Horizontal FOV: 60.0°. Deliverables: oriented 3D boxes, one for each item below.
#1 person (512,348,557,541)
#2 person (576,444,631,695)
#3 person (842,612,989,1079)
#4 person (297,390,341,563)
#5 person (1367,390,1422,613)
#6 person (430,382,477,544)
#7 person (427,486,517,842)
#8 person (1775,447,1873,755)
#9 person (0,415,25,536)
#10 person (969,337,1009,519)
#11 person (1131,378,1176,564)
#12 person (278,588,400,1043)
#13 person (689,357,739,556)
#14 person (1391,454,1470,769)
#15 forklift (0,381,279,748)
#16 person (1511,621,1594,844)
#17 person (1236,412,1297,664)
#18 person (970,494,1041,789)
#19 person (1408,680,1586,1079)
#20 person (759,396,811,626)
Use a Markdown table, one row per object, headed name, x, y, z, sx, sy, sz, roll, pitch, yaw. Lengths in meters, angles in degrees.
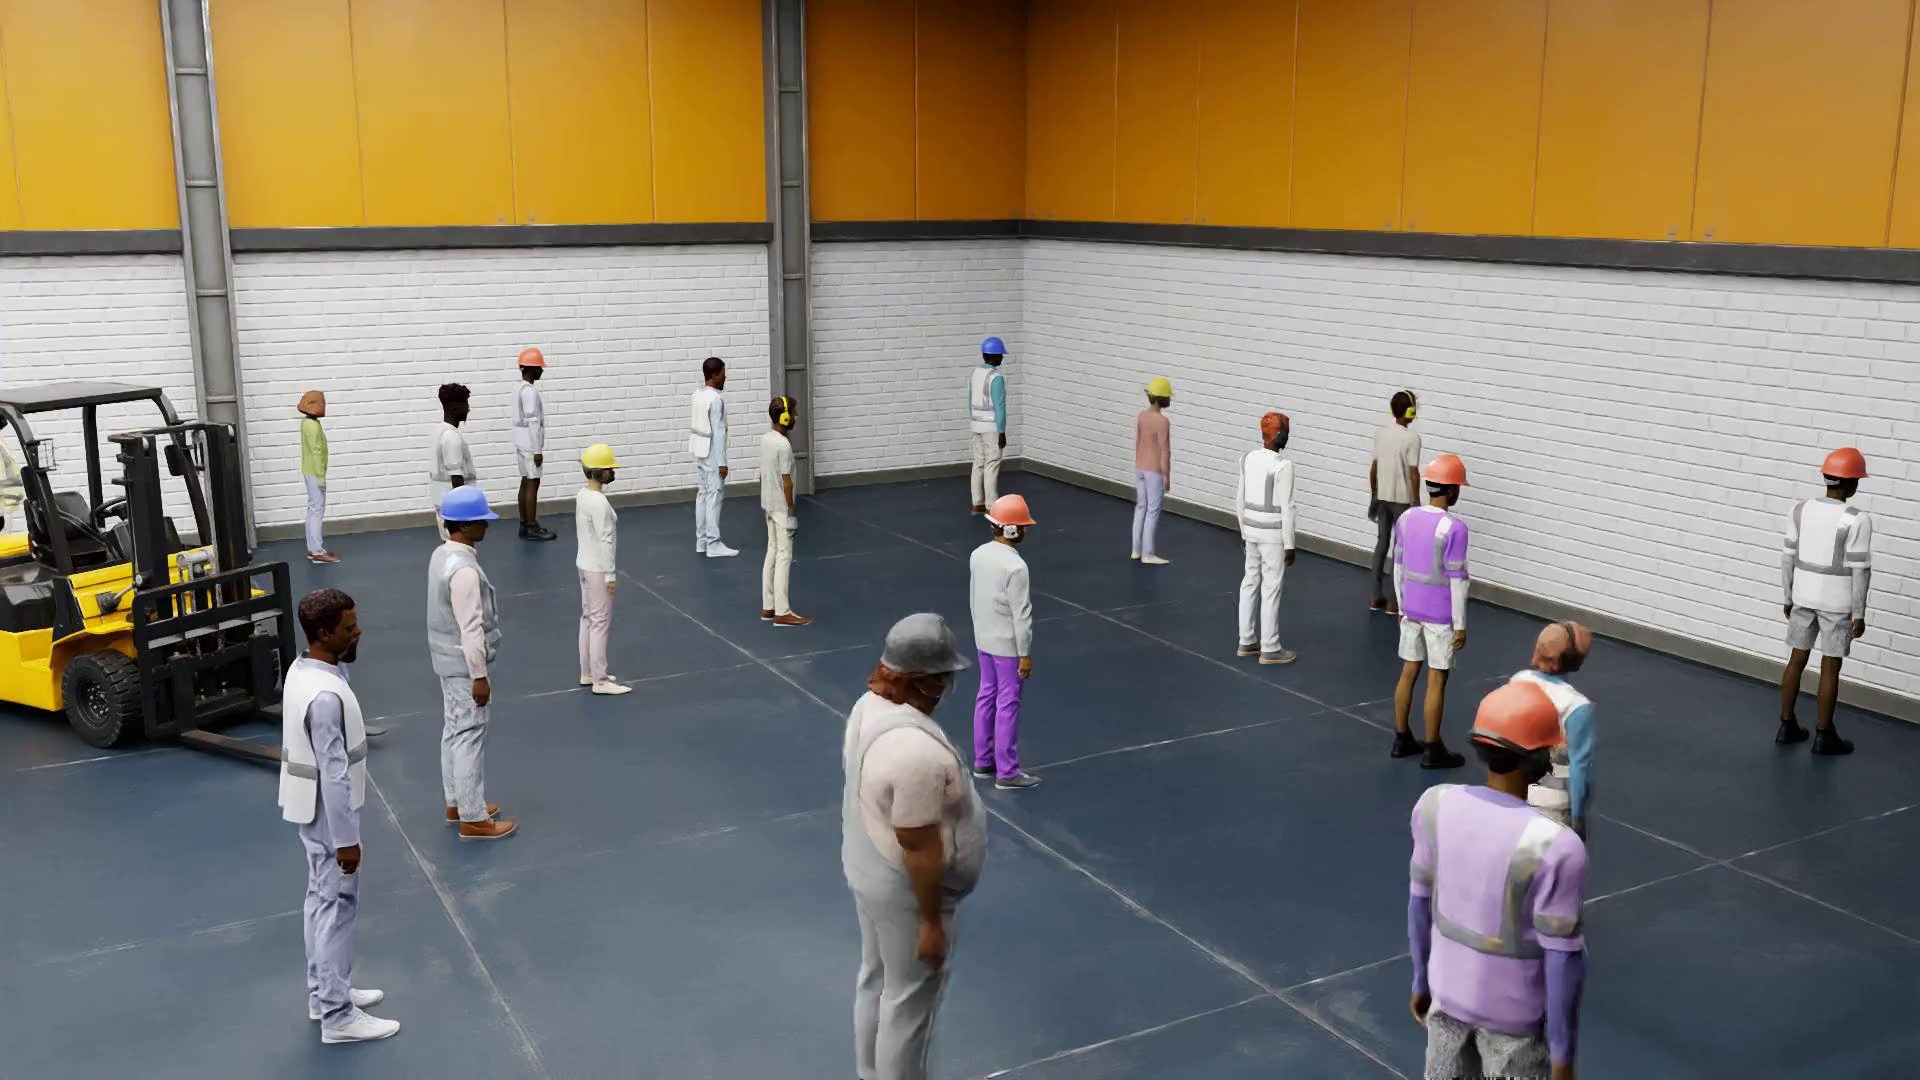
| name | x | y | z | sx | sy | sz | roll | pitch | yaw |
| --- | --- | --- | --- | --- | --- | --- | --- | --- | --- |
| person | -4.285 | -0.960 | 16.712 | 0.378 | 1.932 | 0.551 | -7 | 14 | -28 |
| person | -2.516 | 0.201 | 11.671 | 0.325 | 1.767 | 0.533 | -7 | 14 | -28 |
| person | -0.154 | 1.237 | 6.162 | 0.536 | 2.000 | 0.702 | -4 | 13 | -20 |
| person | -6.091 | -0.605 | 15.758 | 0.268 | 1.630 | 0.507 | -7 | 14 | -28 |
| person | 3.630 | -0.310 | 13.878 | 0.344 | 1.856 | 0.587 | -8 | 15 | -34 |
| person | -4.123 | -0.312 | 13.601 | 0.368 | 1.961 | 0.613 | -7 | 14 | -28 |
| person | -2.678 | 0.665 | 9.066 | 0.404 | 1.945 | 0.615 | -7 | 14 | -28 |
| person | 5.443 | 0.377 | 10.440 | 0.373 | 1.934 | 0.551 | -7 | 14 | -28 |
| person | -7.907 | -0.263 | 13.671 | 0.429 | 1.839 | 0.633 | -7 | 14 | -28 |
| person | 0.324 | -1.199 | 17.800 | 0.404 | 1.945 | 0.615 | -7 | 14 | -28 |
| person | 1.825 | -0.641 | 15.682 | 0.353 | 1.762 | 0.557 | -5 | 13 | -23 |
| person | -2.627 | 1.137 | 6.920 | 0.372 | 1.916 | 0.596 | -7 | 14 | -28 |
| person | -2.401 | -0.800 | 16.004 | 0.373 | 1.914 | 0.596 | -7 | 14 | -28 |
| person | 2.910 | 0.432 | 10.188 | 0.378 | 1.932 | 0.551 | -7 | 14 | -28 |
| forklift | -5.853 | 0.085 | 11.199 | 2.313 | 2.155 | 1.214 | 7 | 14 | 28 |
| person | 2.618 | 1.166 | 7.485 | 0.340 | 1.628 | 0.544 | -4 | 13 | -20 |
| person | 2.296 | -0.019 | 12.417 | 0.337 | 1.883 | 0.584 | -7 | 14 | -28 |
| person | 0.278 | 0.592 | 9.864 | 0.342 | 1.748 | 0.572 | -7 | 14 | -28 |
| person | 1.693 | 1.446 | 5.252 | 0.435 | 2.030 | 0.652 | -8 | 15 | -34 |
| person | -1.448 | -0.237 | 13.486 | 0.310 | 1.864 | 0.533 | -7 | 14 | -28 |
